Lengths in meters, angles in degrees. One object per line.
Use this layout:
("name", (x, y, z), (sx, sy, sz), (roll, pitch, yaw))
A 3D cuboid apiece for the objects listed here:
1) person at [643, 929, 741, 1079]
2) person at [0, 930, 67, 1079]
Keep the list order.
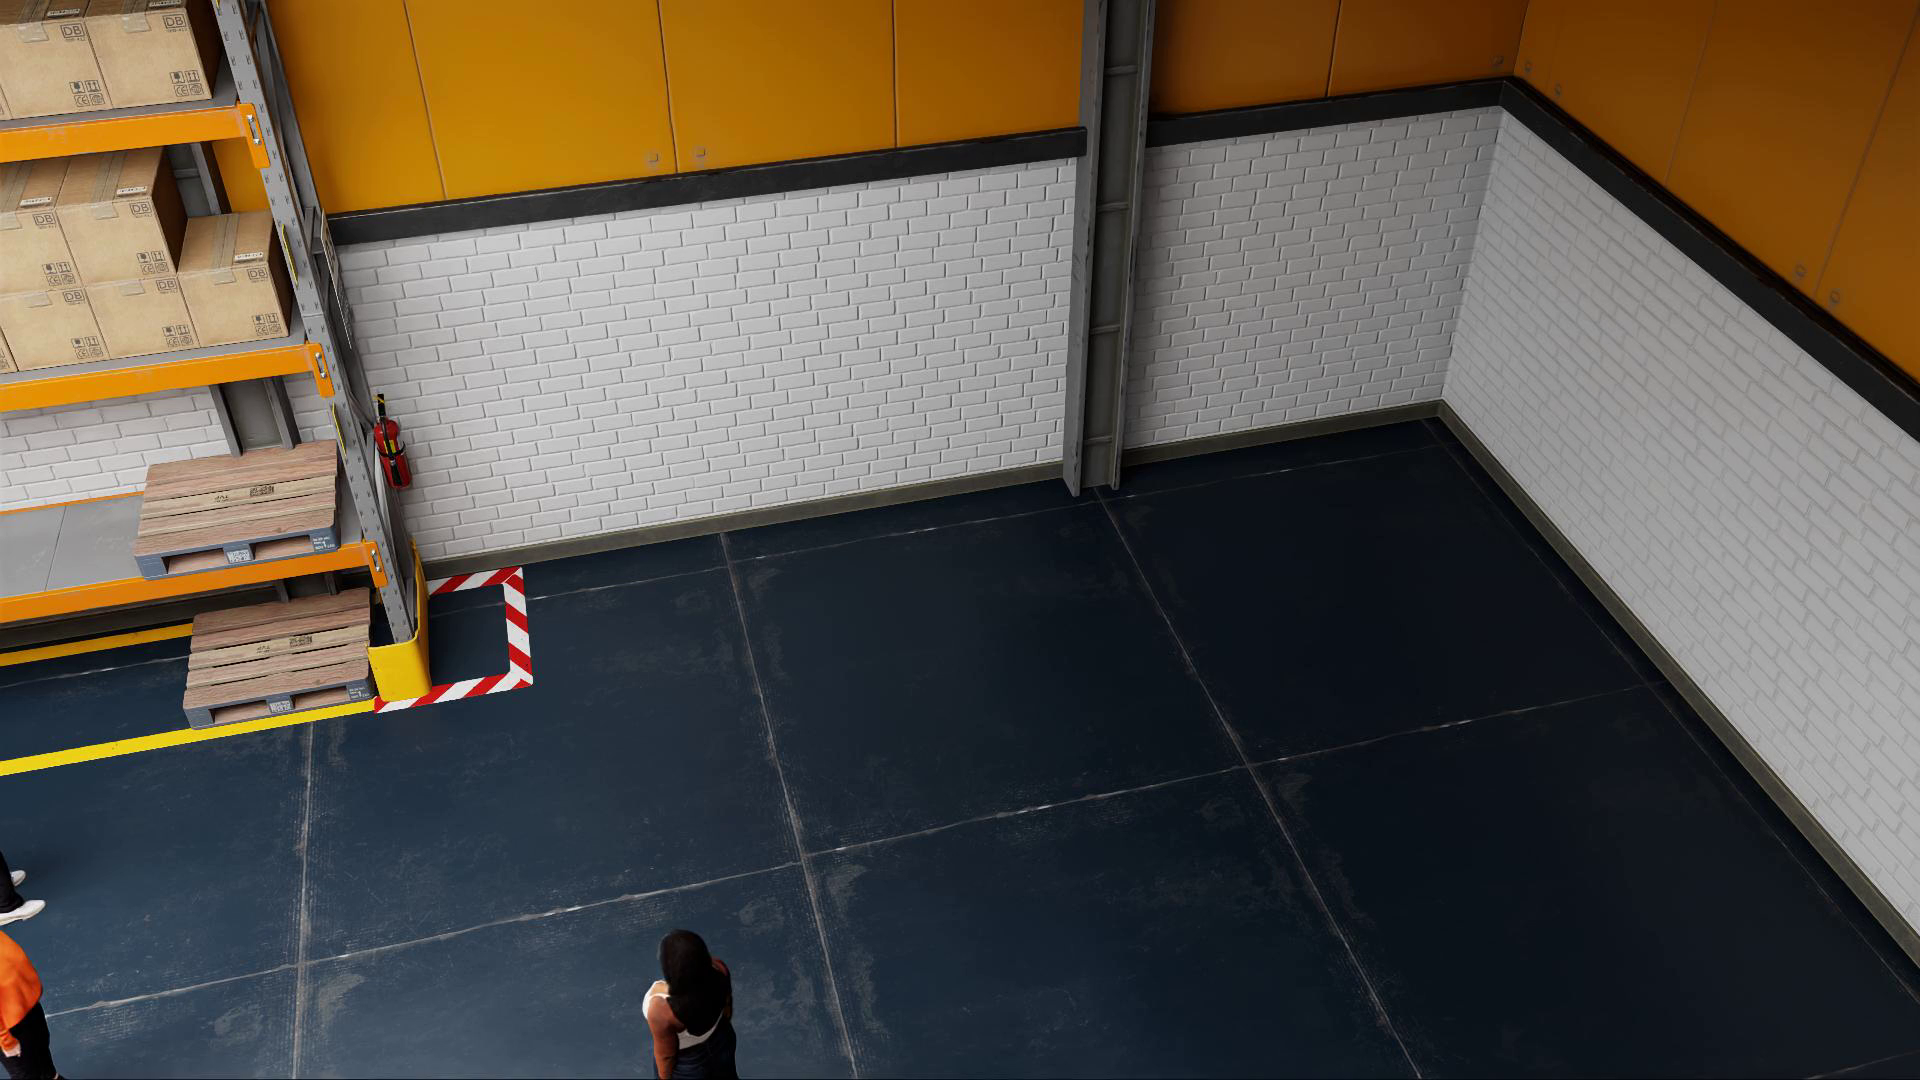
("person", (-1.297, 2.542, 8.244), (0.806, 1.810, 0.711), (30, 48, 32))
("person", (-4.836, 2.420, 8.446), (0.544, 1.748, 0.615), (-8, 39, -10))
